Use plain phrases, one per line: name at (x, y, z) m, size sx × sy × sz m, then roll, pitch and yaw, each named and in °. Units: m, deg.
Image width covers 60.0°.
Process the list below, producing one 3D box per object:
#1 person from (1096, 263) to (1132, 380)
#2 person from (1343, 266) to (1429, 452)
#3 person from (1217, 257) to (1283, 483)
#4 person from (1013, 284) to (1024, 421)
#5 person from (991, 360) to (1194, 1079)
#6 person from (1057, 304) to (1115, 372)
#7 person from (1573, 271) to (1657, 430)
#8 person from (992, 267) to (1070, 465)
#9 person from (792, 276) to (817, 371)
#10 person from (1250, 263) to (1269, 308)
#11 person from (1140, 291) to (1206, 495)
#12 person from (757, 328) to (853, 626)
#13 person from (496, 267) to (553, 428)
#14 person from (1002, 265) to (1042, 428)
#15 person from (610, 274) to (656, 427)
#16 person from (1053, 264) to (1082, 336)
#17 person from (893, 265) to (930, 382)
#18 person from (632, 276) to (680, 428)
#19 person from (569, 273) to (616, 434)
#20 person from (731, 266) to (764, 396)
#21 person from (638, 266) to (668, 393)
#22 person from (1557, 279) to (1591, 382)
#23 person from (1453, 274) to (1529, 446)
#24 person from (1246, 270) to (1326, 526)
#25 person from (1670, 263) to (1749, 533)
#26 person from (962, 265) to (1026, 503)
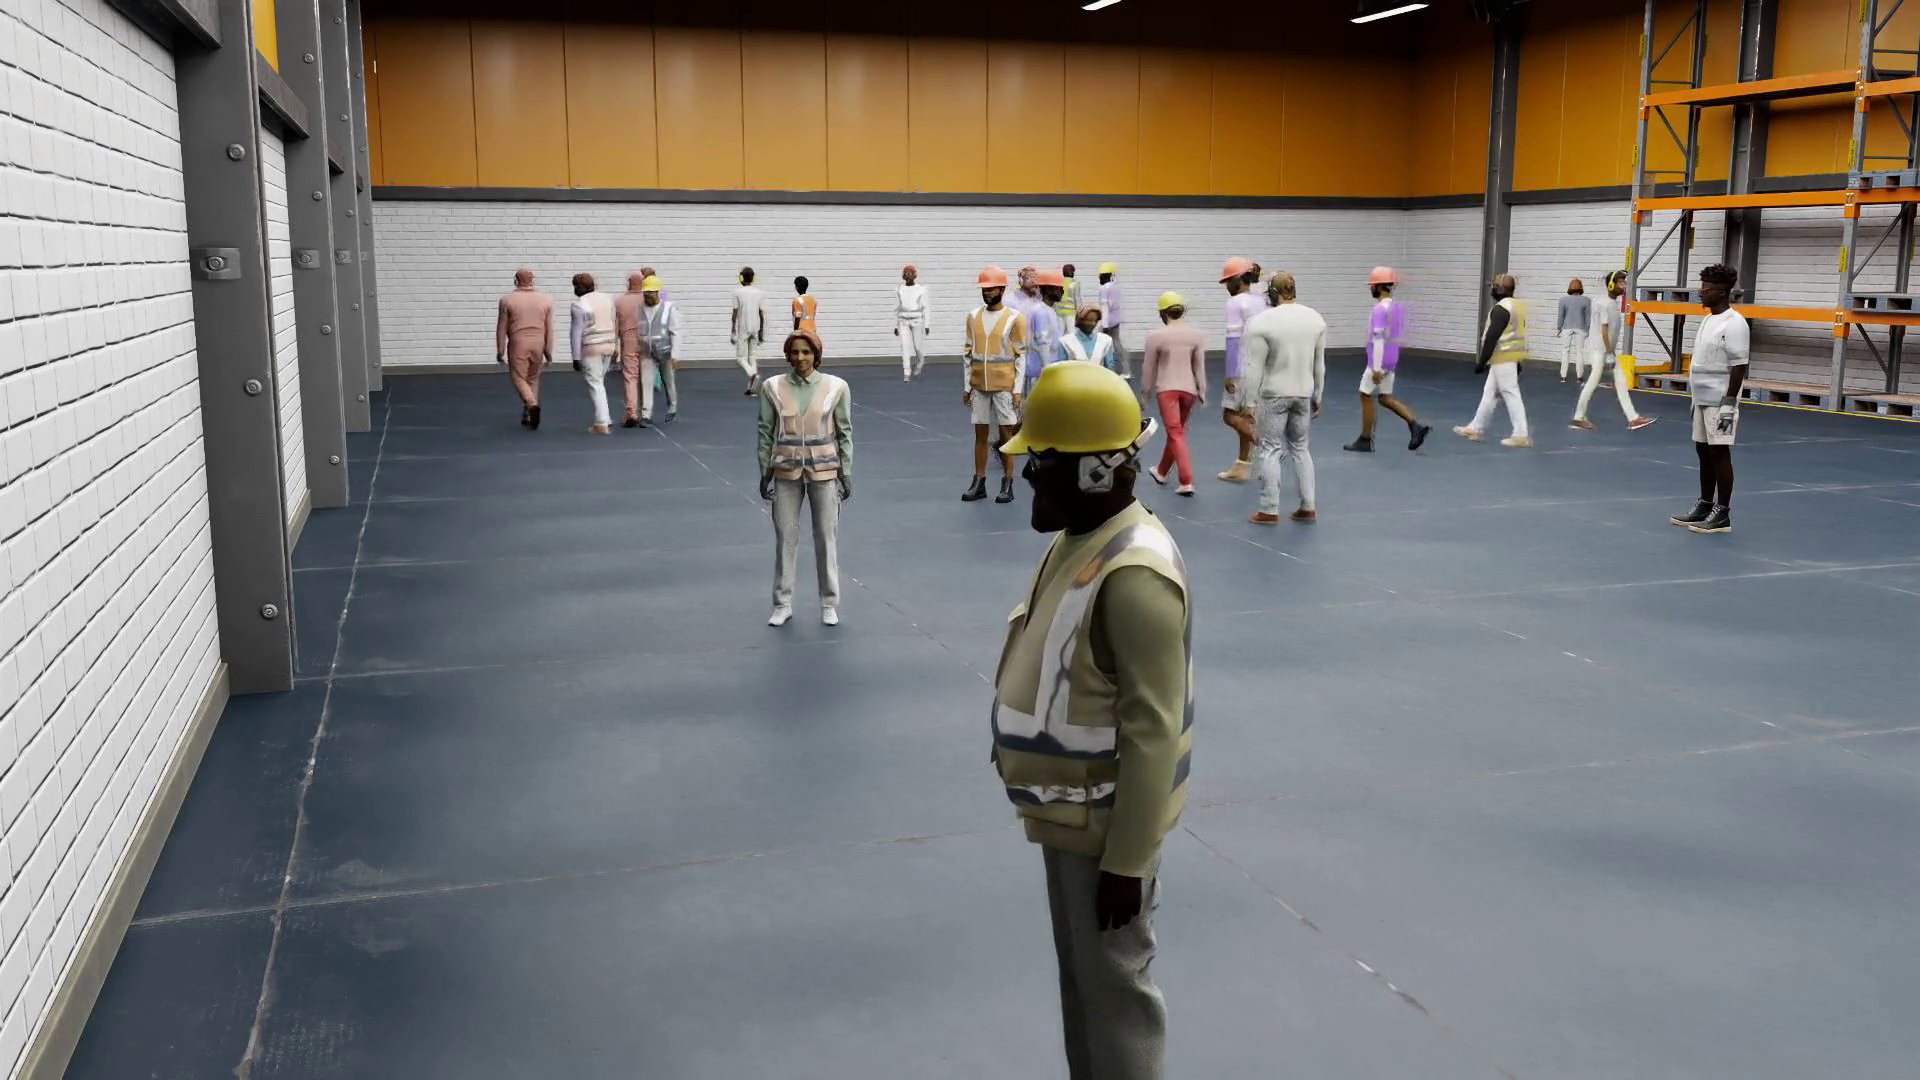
person at (2.346, -3.518, 26.835) m, size 1.006 × 1.869 × 0.612 m, roll 6°, pitch 11°, yaw 31°
person at (4.357, -1.821, 16.918) m, size 0.786 × 1.913 × 0.549 m, roll 7°, pitch 12°, yaw 35°
person at (2.561, -1.484, 14.692) m, size 0.711 × 2.007 × 0.671 m, roll 9°, pitch 13°, yaw 41°
person at (0.823, -2.004, 18.535) m, size 0.810 × 1.706 × 0.501 m, roll 7°, pitch 12°, yaw 36°
person at (0.265, 0.545, 3.437) m, size 0.404 × 1.827 × 0.600 m, roll -1°, pitch 10°, yaw -8°
person at (1.063, -1.244, 14.418) m, size 0.529 × 1.613 × 0.631 m, roll -2°, pitch 10°, yaw -10°
person at (7.513, -2.150, 19.046) m, size 0.955 × 1.819 × 0.563 m, roll 8°, pitch 13°, yaw 40°
person at (0.758, -1.605, 15.652) m, size 0.858 × 1.915 × 0.546 m, roll 4°, pitch 10°, yaw 20°
person at (-2.340, -3.103, 24.945) m, size 0.321 × 1.695 × 0.529 m, roll 5°, pitch 11°, yaw 28°
person at (4.942, -3.711, 27.964) m, size 0.535 × 1.868 × 0.309 m, roll 2°, pitch 10°, yaw 11°
person at (1.808, -1.262, 14.226) m, size 0.535 × 1.702 × 0.954 m, roll -4°, pitch 10°, yaw -20°
person at (-0.846, -0.338, 9.107) m, size 0.523 × 1.636 × 0.310 m, roll 0°, pitch 10°, yaw 0°
person at (-5.060, -2.243, 19.438) m, size 0.653 × 1.877 × 0.816 m, roll -7°, pitch 12°, yaw -34°
person at (0.719, -1.941, 17.606) m, size 0.639 × 1.910 × 0.406 m, roll -7°, pitch 12°, yaw -35°
person at (-3.849, -2.263, 19.810) m, size 0.658 × 1.807 × 1.167 m, roll -2°, pitch 10°, yaw -12°
person at (1.977, -4.131, 30.482) m, size 0.633 × 1.839 × 0.429 m, roll 8°, pitch 13°, yaw 39°
person at (-0.763, -3.477, 26.681) m, size 0.587 × 1.855 × 0.842 m, roll 1°, pitch 10°, yaw 8°
person at (-3.592, -2.242, 19.740) m, size 0.594 × 1.781 × 0.981 m, roll 1°, pitch 10°, yaw 6°
person at (-4.159, -2.101, 18.812) m, size 0.497 × 1.814 × 0.654 m, roll 6°, pitch 12°, yaw 32°
person at (-2.990, -2.957, 23.645) m, size 0.516 × 1.859 × 0.556 m, roll -7°, pitch 12°, yaw -34°
person at (-4.522, -3.063, 24.297) m, size 0.579 × 1.848 × 0.423 m, roll -9°, pitch 13°, yaw -41°
person at (9.714, -3.311, 26.332) m, size 0.498 × 1.633 × 0.284 m, roll 4°, pitch 10°, yaw 20°
person at (5.687, -1.911, 17.710) m, size 0.931 × 1.803 × 0.620 m, roll 6°, pitch 12°, yaw 32°
person at (2.437, -1.059, 12.496) m, size 0.658 × 1.913 × 0.390 m, roll -4°, pitch 10°, yaw -20°
person at (5.528, -1.038, 12.204) m, size 0.361 × 1.963 × 0.613 m, roll 0°, pitch 10°, yaw 2°
person at (0.267, -1.270, 13.631) m, size 0.542 × 1.939 × 0.364 m, roll 5°, pitch 11°, yaw 25°
